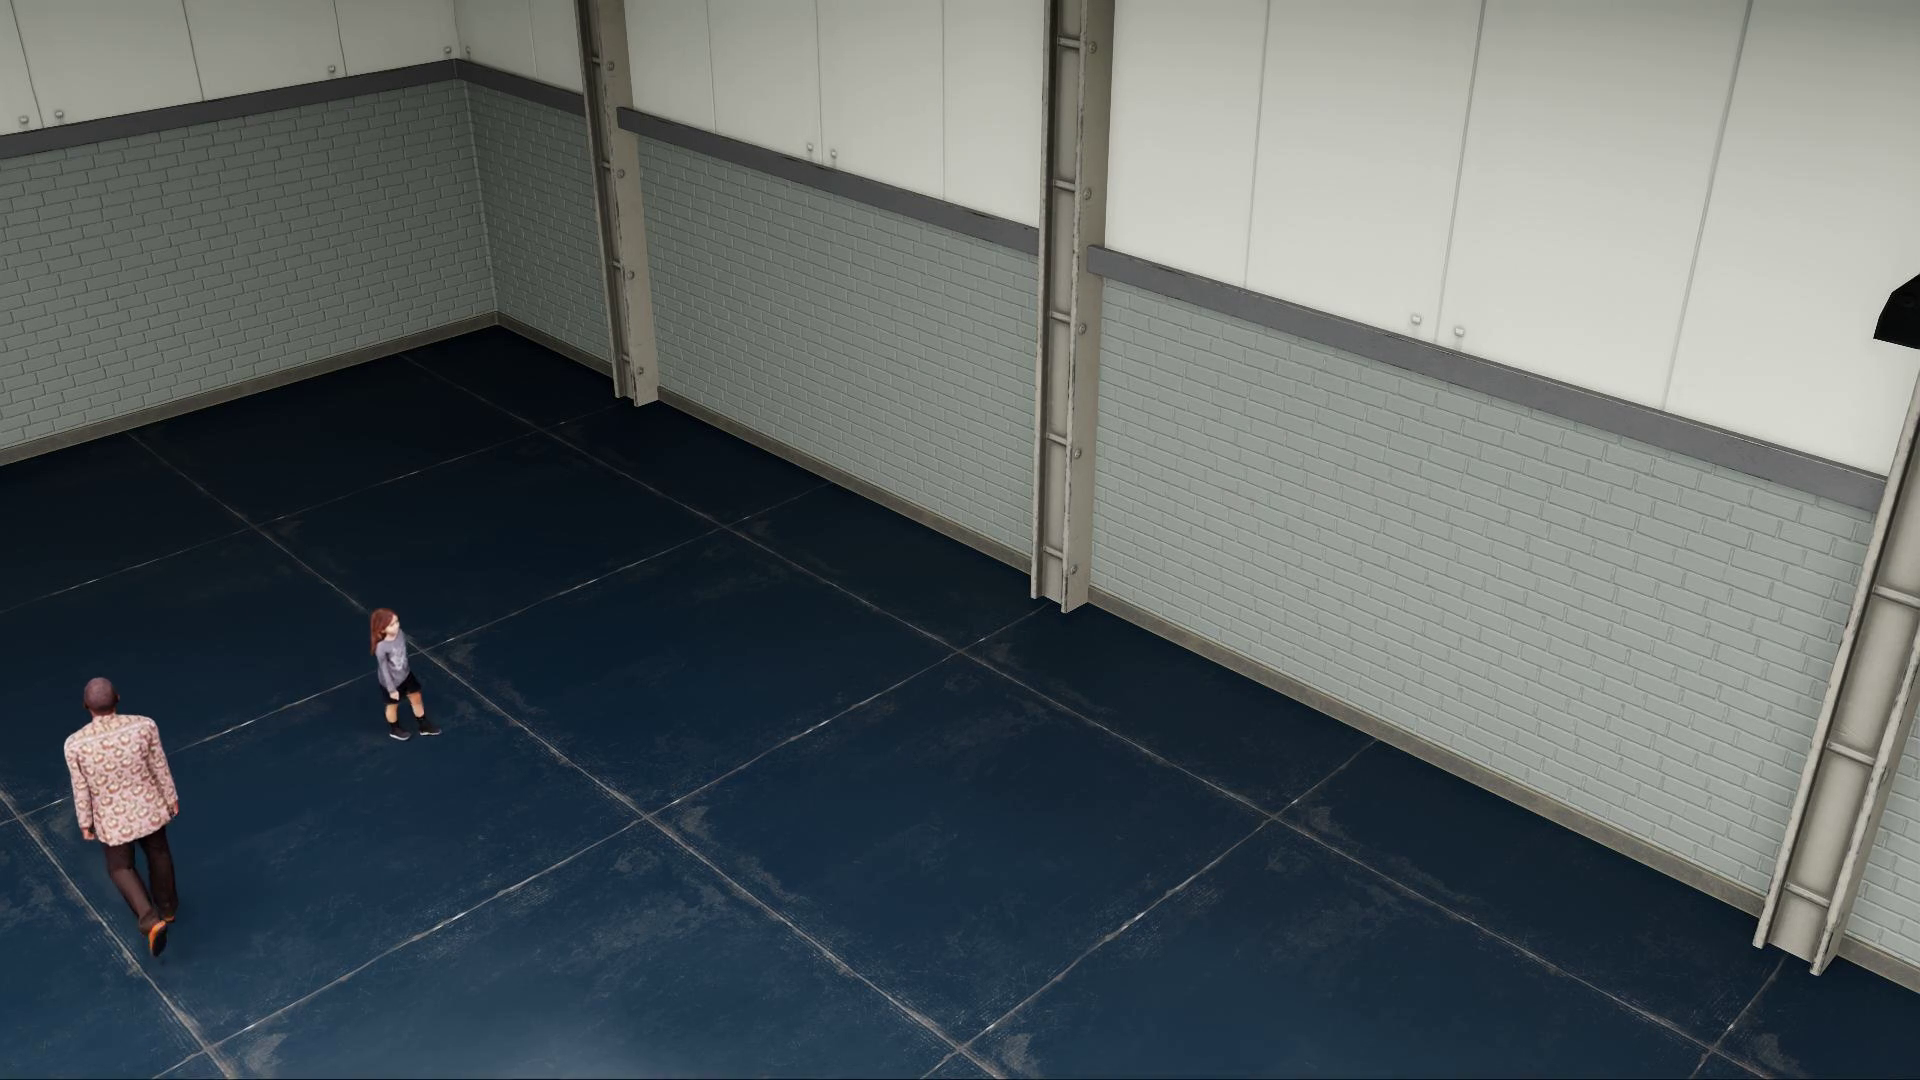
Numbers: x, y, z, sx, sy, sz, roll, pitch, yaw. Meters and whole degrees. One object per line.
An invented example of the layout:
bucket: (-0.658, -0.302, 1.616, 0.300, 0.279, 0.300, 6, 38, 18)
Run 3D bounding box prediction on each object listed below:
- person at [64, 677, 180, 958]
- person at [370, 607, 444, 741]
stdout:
person: (-4.865, 1.643, 9.770, 0.759, 1.785, 0.993, -20, 34, -33)
person: (-4.059, 0.943, 11.818, 0.714, 1.096, 0.632, 8, 29, 15)
